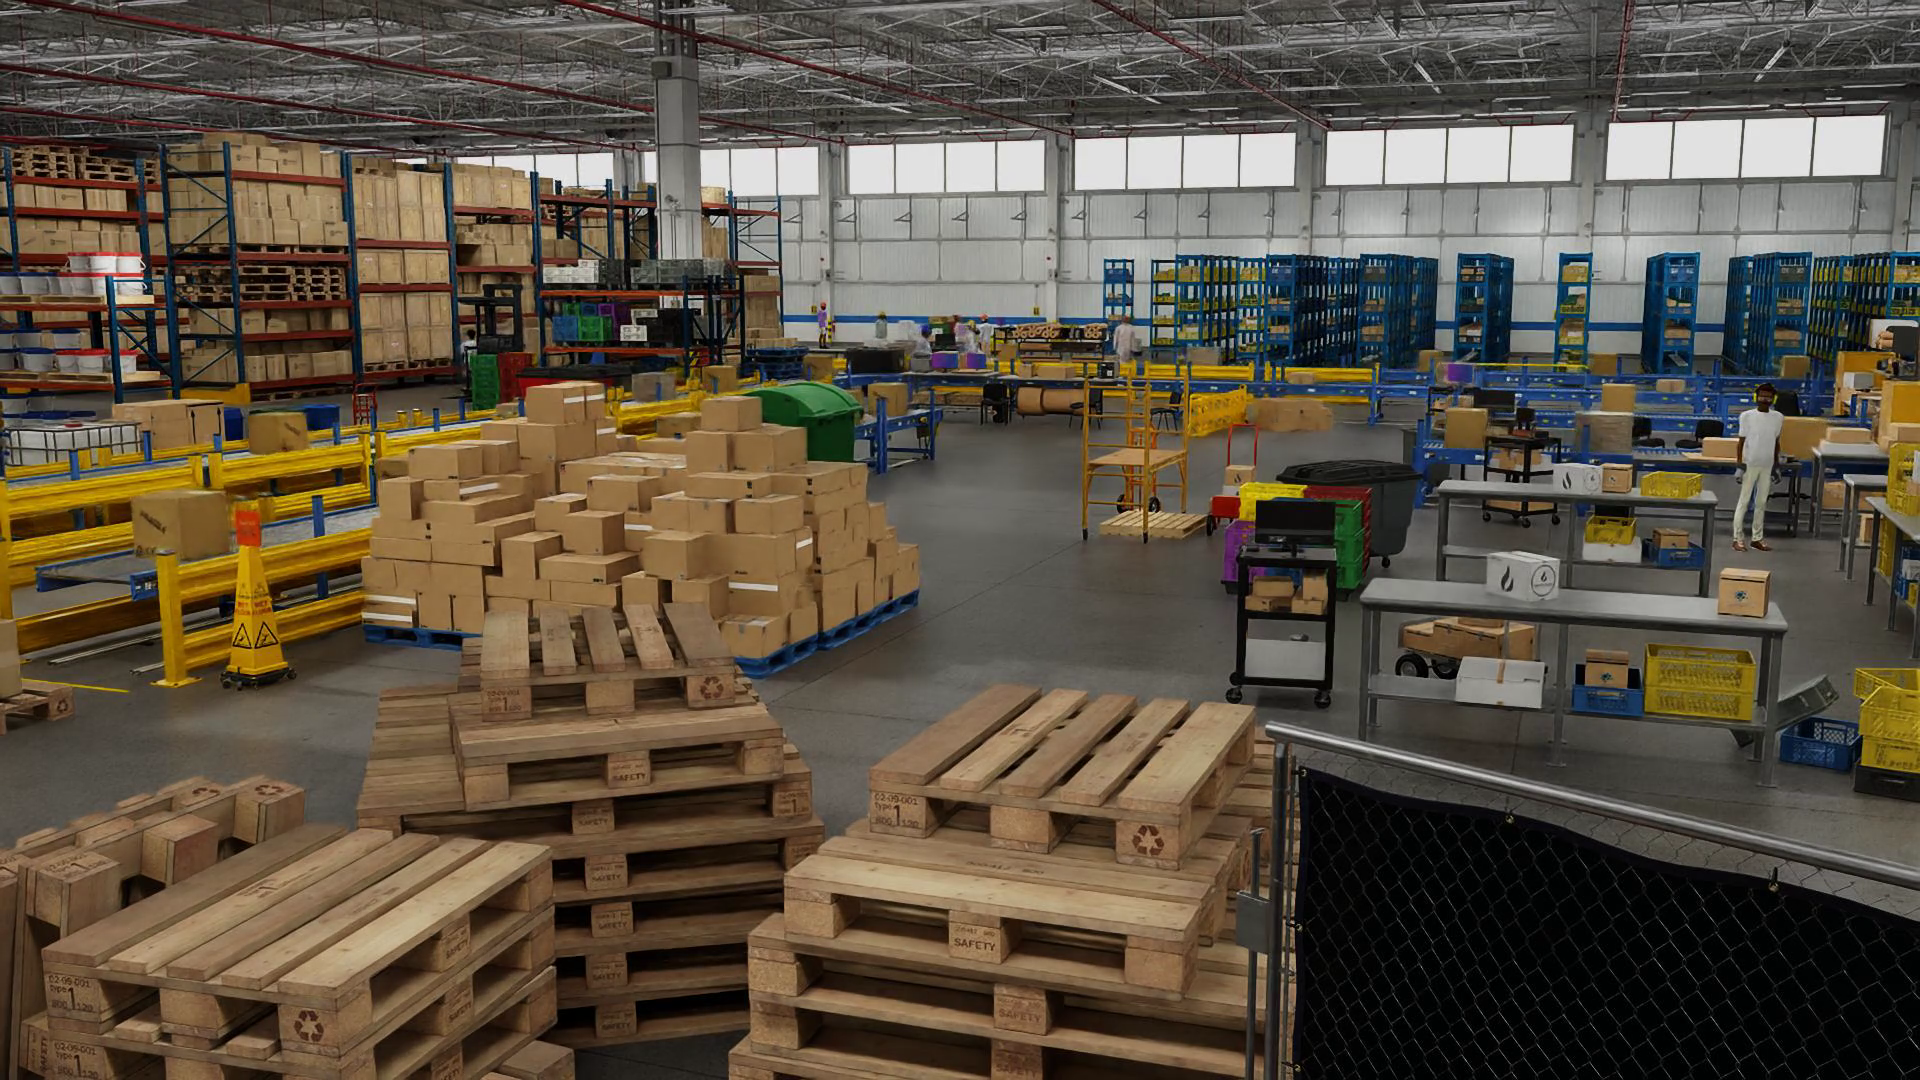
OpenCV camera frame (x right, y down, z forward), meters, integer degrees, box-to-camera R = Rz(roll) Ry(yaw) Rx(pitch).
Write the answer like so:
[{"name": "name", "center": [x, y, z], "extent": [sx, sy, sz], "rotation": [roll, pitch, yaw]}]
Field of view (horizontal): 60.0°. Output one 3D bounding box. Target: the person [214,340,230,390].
[{"name": "person", "center": [-19.626, -4.852, 44.107], "extent": [0.550, 1.743, 0.574], "rotation": [5, 10, 29]}]

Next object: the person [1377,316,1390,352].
[{"name": "person", "center": [14.503, -6.897, 56.725], "extent": [0.593, 1.817, 0.505], "rotation": [4, 10, 23]}]

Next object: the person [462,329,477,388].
[{"name": "person", "center": [-12.158, -4.437, 41.638], "extent": [0.550, 1.683, 0.482], "rotation": [4, 10, 24]}]

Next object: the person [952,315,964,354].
[{"name": "person", "center": [-0.091, -6.251, 52.786], "extent": [0.992, 1.785, 0.575], "rotation": [2, 9, 12]}]

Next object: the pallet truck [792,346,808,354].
[{"name": "pallet truck", "center": [-3.705, -4.298, 42.022], "extent": [0.653, 1.274, 1.630], "rotation": [3, 10, 20]}]

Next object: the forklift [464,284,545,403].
[{"name": "forklift", "center": [-10.832, -4.702, 39.610], "extent": [1.129, 2.768, 1.873], "rotation": [3, 10, 20]}]

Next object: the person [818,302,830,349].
[{"name": "person", "center": [-5.575, -8.735, 67.888], "extent": [0.356, 1.938, 0.544], "rotation": [-8, 12, -41]}]

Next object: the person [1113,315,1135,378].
[{"name": "person", "center": [4.761, -5.577, 48.187], "extent": [0.662, 1.891, 0.642], "rotation": [-4, 10, -23]}]

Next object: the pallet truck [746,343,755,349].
[{"name": "pallet truck", "center": [-6.183, -4.618, 44.264], "extent": [1.601, 1.201, 0.680], "rotation": [-9, 12, -43]}]

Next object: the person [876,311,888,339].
[{"name": "person", "center": [-2.895, -7.585, 61.279], "extent": [0.502, 1.726, 0.530], "rotation": [-6, 11, -32]}]

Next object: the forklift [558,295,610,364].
[{"name": "forklift", "center": [-10.653, -5.743, 46.150], "extent": [1.129, 2.768, 1.873], "rotation": [3, 10, 20]}]

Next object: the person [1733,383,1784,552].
[{"name": "person", "center": [8.778, -0.794, 18.265], "extent": [0.514, 1.863, 0.327], "rotation": [-1, 9, -6]}]

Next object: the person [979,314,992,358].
[{"name": "person", "center": [0.809, -6.557, 54.786], "extent": [0.328, 1.752, 0.563], "rotation": [7, 11, 37]}]

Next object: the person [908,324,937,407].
[{"name": "person", "center": [-0.887, -4.043, 38.476], "extent": [0.802, 1.925, 0.614], "rotation": [1, 9, 9]}]

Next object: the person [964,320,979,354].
[{"name": "person", "center": [0.298, -5.170, 45.963], "extent": [0.632, 1.792, 0.658], "rotation": [0, 9, -1]}]
